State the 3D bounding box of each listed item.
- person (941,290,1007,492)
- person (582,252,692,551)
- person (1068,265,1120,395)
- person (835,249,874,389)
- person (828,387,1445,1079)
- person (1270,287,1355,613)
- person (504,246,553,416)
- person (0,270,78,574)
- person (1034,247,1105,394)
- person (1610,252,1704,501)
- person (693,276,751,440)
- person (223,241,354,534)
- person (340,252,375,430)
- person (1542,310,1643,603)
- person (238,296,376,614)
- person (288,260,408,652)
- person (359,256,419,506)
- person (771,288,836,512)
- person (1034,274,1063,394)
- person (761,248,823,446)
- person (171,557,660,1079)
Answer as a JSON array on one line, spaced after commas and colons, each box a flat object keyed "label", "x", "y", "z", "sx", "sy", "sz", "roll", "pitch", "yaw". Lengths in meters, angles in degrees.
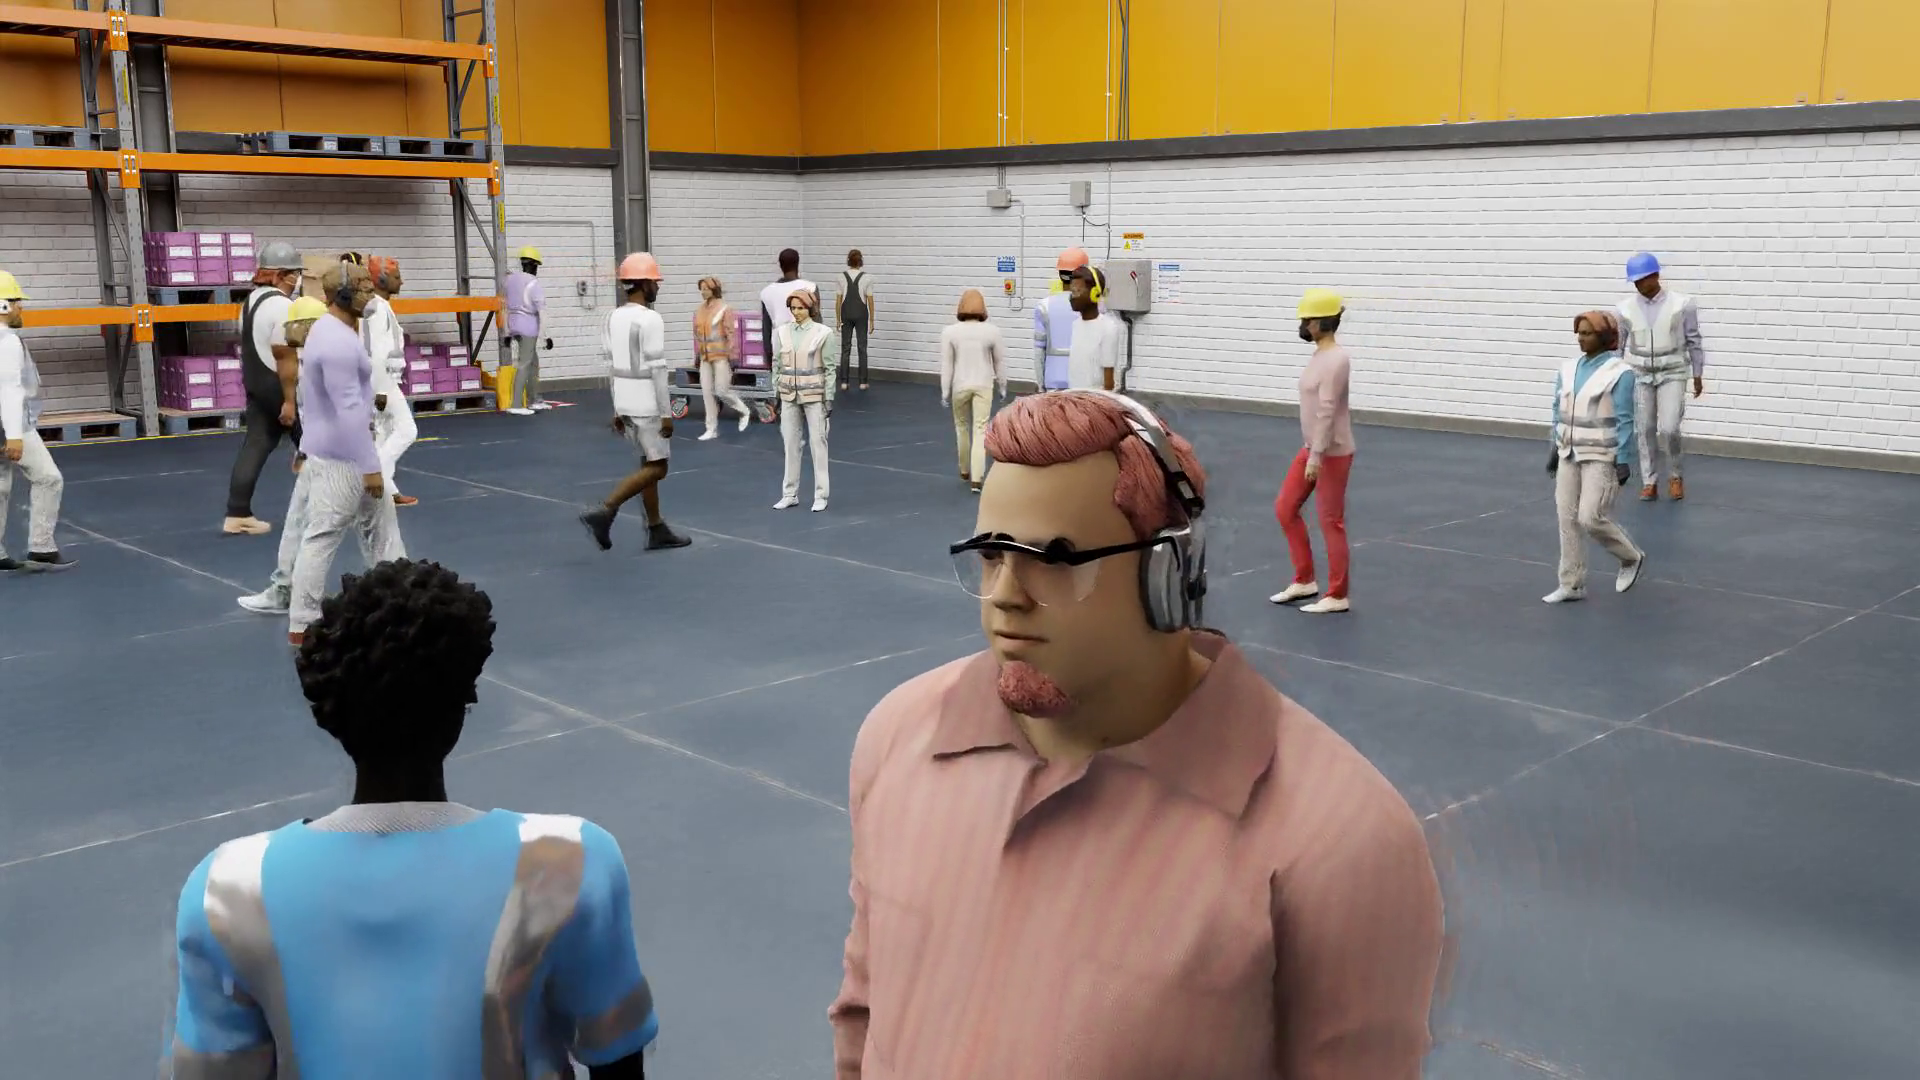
[{"label": "person", "x": 0.110, "y": -1.194, "z": 13.295, "sx": 0.519, "sy": 1.578, "sz": 0.889, "roll": 0, "pitch": 10, "yaw": 2}, {"label": "person", "x": -2.063, "y": -0.851, "z": 10.514, "sx": 0.721, "sy": 1.922, "sz": 0.556, "roll": -8, "pitch": 13, "yaw": -38}, {"label": "person", "x": 0.695, "y": -0.731, "z": 10.090, "sx": 0.913, "sy": 1.830, "sz": 0.554, "roll": -6, "pitch": 12, "yaw": -29}, {"label": "person", "x": -1.390, "y": -2.894, "z": 21.872, "sx": 0.515, "sy": 1.845, "sz": 0.347, "roll": 1, "pitch": 10, "yaw": 3}, {"label": "person", "x": 0.159, "y": 0.778, "z": 1.722, "sx": 0.650, "sy": 1.888, "sz": 0.664, "roll": 8, "pitch": 13, "yaw": 38}, {"label": "person", "x": 1.872, "y": -0.461, "z": 8.868, "sx": 0.525, "sy": 1.751, "sz": 0.526, "roll": -1, "pitch": 10, "yaw": -4}, {"label": "person", "x": -4.833, "y": -2.362, "z": 18.818, "sx": 0.631, "sy": 1.883, "sz": 0.784, "roll": 8, "pitch": 13, "yaw": 36}, {"label": "person", "x": -5.626, "y": -0.693, "z": 9.941, "sx": 0.633, "sy": 1.808, "sz": 0.636, "roll": 8, "pitch": 13, "yaw": 37}, {"label": "person", "x": 0.808, "y": -1.143, "z": 12.057, "sx": 0.542, "sy": 1.938, "sz": 0.357, "roll": 4, "pitch": 11, "yaw": 19}, {"label": "person", "x": 5.235, "y": -1.212, "z": 12.565, "sx": 0.639, "sy": 1.892, "sz": 0.599, "roll": 8, "pitch": 13, "yaw": 36}, {"label": "person", "x": -2.380, "y": -1.808, "z": 16.551, "sx": 0.523, "sy": 1.630, "sz": 0.503, "roll": 8, "pitch": 13, "yaw": 37}, {"label": "person", "x": -4.591, "y": -1.060, "z": 11.323, "sx": 0.692, "sy": 2.000, "sz": 1.043, "roll": 10, "pitch": 14, "yaw": 43}, {"label": "person", "x": -6.311, "y": -2.024, "z": 17.086, "sx": 0.664, "sy": 1.859, "sz": 0.505, "roll": -8, "pitch": 13, "yaw": -38}, {"label": "person", "x": 3.486, "y": -0.449, "z": 9.133, "sx": 0.480, "sy": 1.625, "sz": 0.518, "roll": -4, "pitch": 11, "yaw": -23}, {"label": "person", "x": -3.463, "y": -0.440, "z": 8.887, "sx": 0.895, "sy": 1.689, "sz": 0.496, "roll": -1, "pitch": 10, "yaw": -6}, {"label": "person", "x": -2.882, "y": -0.405, "z": 8.140, "sx": 0.964, "sy": 1.891, "sz": 0.666, "roll": -4, "pitch": 11, "yaw": -19}, {"label": "person", "x": -4.245, "y": -1.156, "z": 12.329, "sx": 0.405, "sy": 1.871, "sz": 0.579, "roll": -5, "pitch": 11, "yaw": -23}, {"label": "person", "x": -1.151, "y": -1.028, "z": 12.247, "sx": 0.511, "sy": 1.640, "sz": 0.308, "roll": 4, "pitch": 11, "yaw": 21}, {"label": "person", "x": 0.911, "y": -1.344, "z": 13.742, "sx": 0.541, "sy": 1.730, "sz": 0.732, "roll": 5, "pitch": 11, "yaw": 25}, {"label": "person", "x": -1.568, "y": -1.783, "z": 15.633, "sx": 0.635, "sy": 1.908, "sz": 0.641, "roll": 4, "pitch": 11, "yaw": 21}, {"label": "person", "x": -0.635, "y": 0.838, "z": 2.045, "sx": 0.535, "sy": 1.643, "sz": 0.886, "roll": 0, "pitch": 10, "yaw": -1}]
